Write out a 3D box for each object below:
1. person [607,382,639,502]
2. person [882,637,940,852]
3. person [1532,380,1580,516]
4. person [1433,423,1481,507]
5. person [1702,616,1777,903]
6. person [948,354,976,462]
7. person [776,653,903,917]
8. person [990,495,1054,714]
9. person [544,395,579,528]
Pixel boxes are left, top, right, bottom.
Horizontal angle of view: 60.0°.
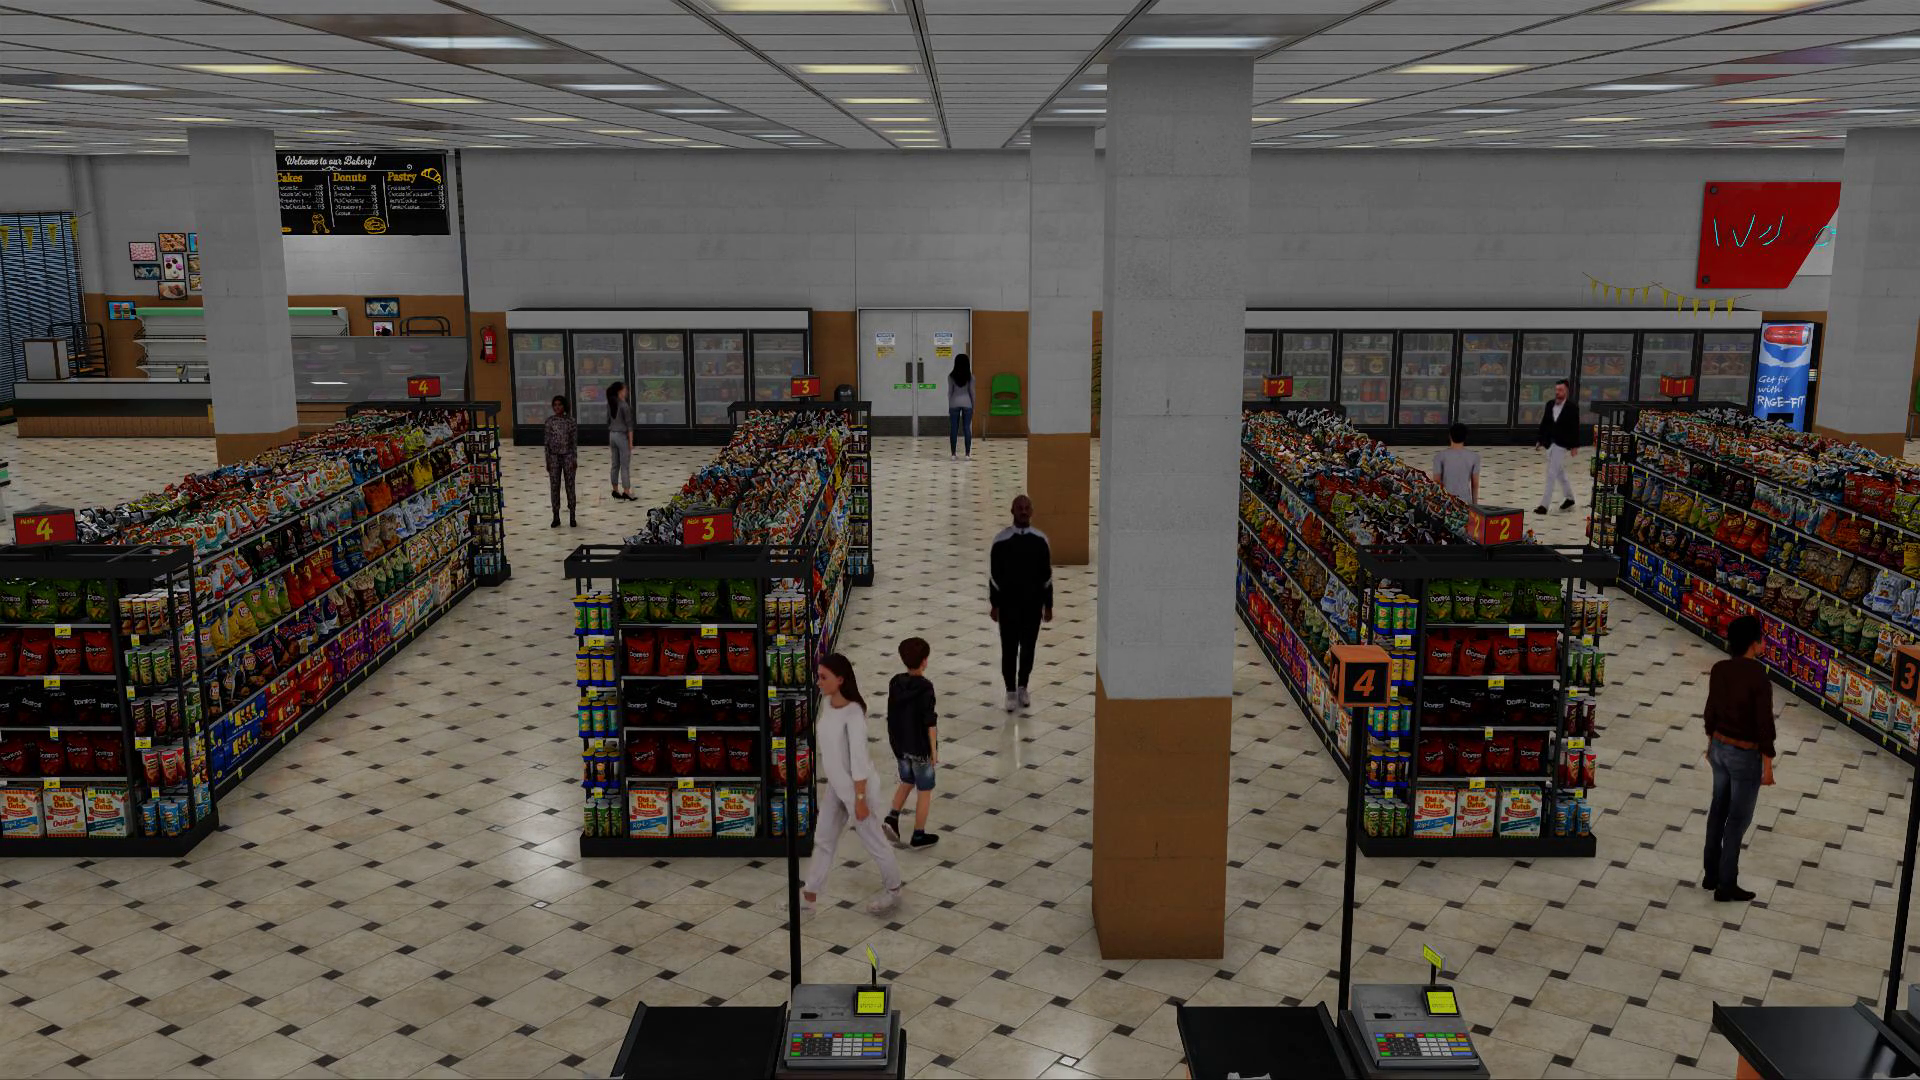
[{"bbox_3d":[-4.785,-1.390,23.426,0.714,1.677,0.757,9,15,38],"label":"person"},{"bbox_3d":[-0.351,1.360,10.946,0.711,1.438,0.779,10,15,39],"label":"person"},{"bbox_3d":[8.120,-1.240,22.427,1.128,1.795,1.232,-7,14,-31],"label":"person"},{"bbox_3d":[5.345,-0.340,17.990,0.653,1.863,0.540,0,12,2],"label":"person"},{"bbox_3d":[4.762,1.334,10.231,0.783,1.783,0.627,-4,13,-19],"label":"person"},{"bbox_3d":[0.015,-2.145,26.871,0.602,1.735,0.527,1,12,3],"label":"person"},{"bbox_3d":[-0.597,1.468,9.946,1.028,1.639,1.051,-8,14,-33],"label":"person"},{"bbox_3d":[0.496,0.496,14.129,0.743,1.817,0.752,-2,12,-9],"label":"person"},{"bbox_3d":[-5.172,-1.028,21.618,0.593,1.714,0.585,-1,12,-6],"label":"person"}]
